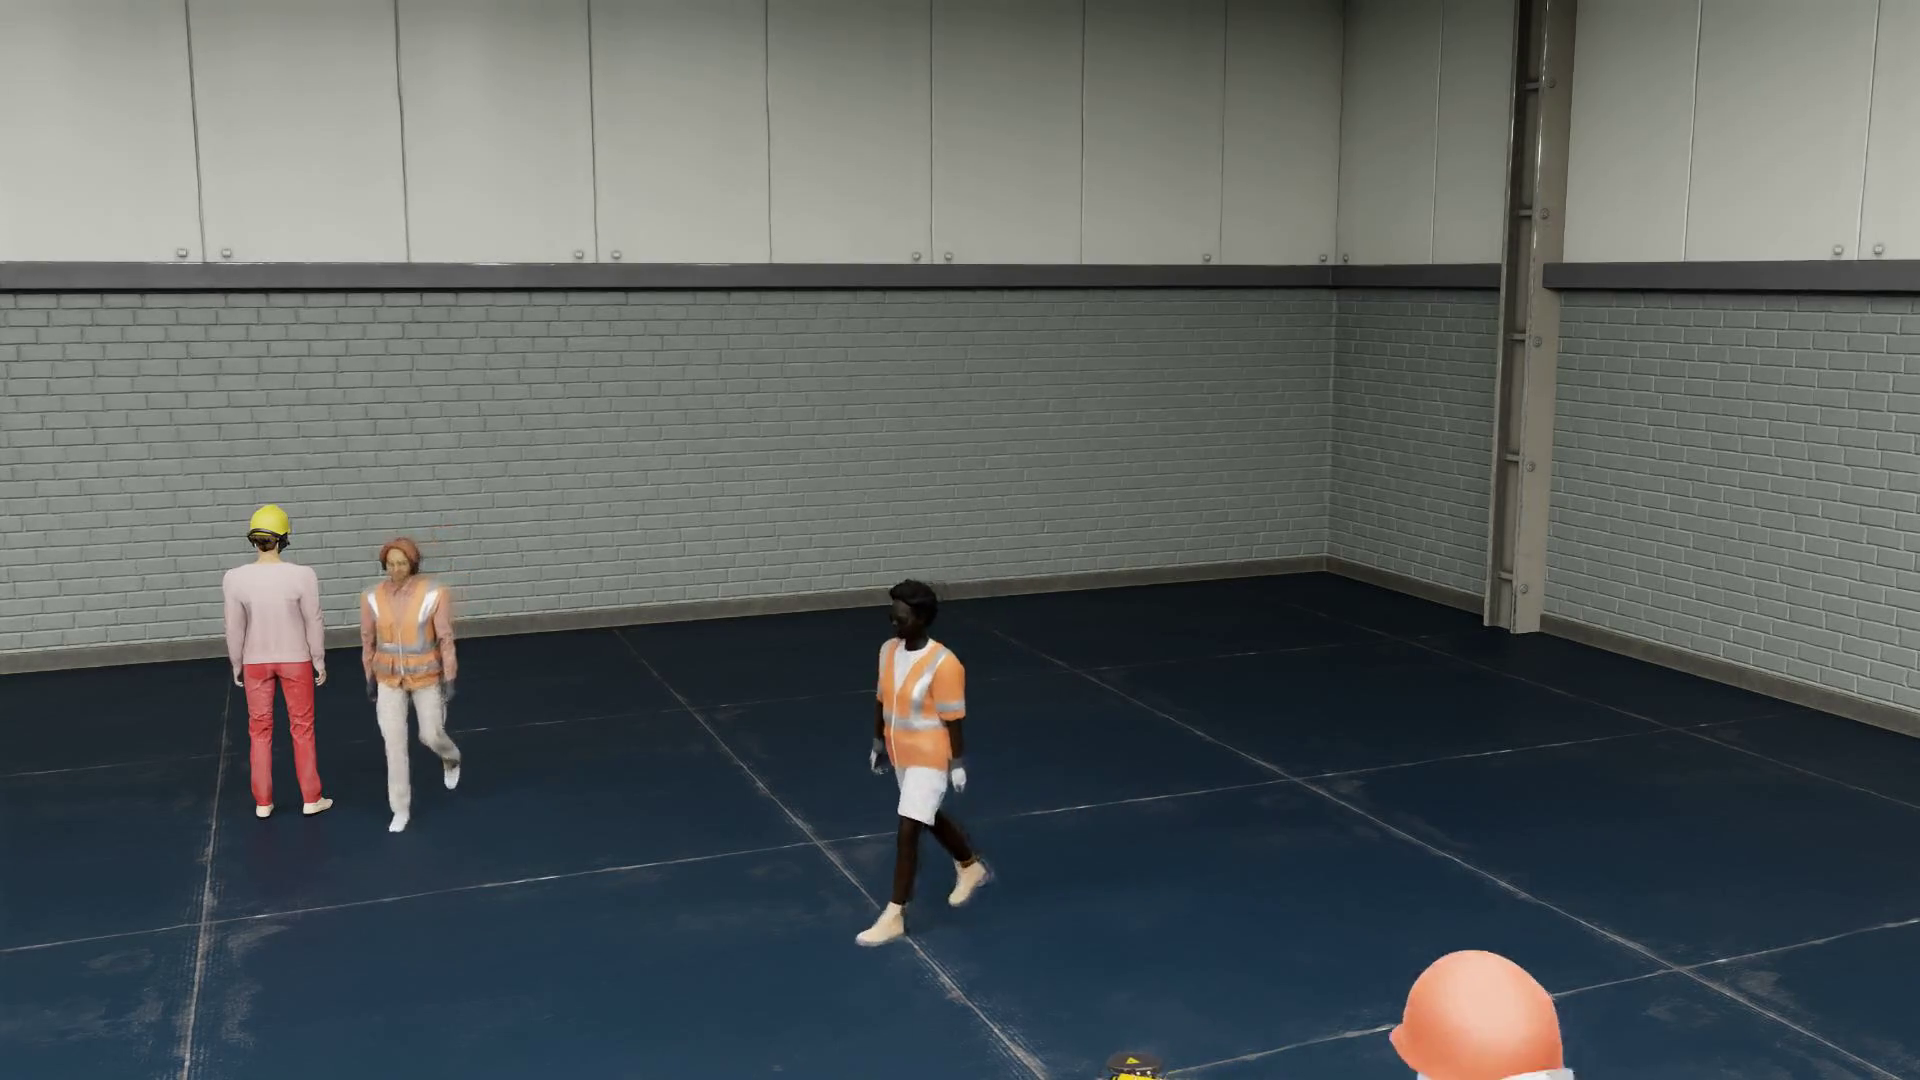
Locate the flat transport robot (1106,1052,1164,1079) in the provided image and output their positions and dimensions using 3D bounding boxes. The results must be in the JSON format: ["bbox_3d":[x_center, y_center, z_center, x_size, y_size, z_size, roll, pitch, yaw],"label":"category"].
[{"bbox_3d":[0.613,2.063,5.300,0.652,0.197,1.431,3,10,21],"label":"flat transport robot"}]

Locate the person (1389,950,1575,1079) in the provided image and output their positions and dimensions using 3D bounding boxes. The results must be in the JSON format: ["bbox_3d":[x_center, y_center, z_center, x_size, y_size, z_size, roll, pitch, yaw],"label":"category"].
[{"bbox_3d":[0.829,1.630,2.664,0.630,1.978,0.474,-1,9,-9],"label":"person"}]

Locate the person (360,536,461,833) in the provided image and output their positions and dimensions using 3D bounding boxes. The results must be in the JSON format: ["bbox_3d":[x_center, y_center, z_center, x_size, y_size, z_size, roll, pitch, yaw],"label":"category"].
[{"bbox_3d":[-3.043,0.758,9.269,0.524,1.621,0.639,0,9,-2],"label":"person"}]

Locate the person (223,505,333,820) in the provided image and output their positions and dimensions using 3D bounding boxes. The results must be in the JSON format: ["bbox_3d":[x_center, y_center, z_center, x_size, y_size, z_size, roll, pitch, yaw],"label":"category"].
[{"bbox_3d":[-3.804,0.684,9.281,0.523,1.769,0.313,-1,9,-8],"label":"person"}]

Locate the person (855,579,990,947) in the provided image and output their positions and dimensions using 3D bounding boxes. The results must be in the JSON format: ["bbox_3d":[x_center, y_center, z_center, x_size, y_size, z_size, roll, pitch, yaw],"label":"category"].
[{"bbox_3d":[-0.146,0.984,7.728,0.834,1.667,0.545,-7,12,-38],"label":"person"}]
